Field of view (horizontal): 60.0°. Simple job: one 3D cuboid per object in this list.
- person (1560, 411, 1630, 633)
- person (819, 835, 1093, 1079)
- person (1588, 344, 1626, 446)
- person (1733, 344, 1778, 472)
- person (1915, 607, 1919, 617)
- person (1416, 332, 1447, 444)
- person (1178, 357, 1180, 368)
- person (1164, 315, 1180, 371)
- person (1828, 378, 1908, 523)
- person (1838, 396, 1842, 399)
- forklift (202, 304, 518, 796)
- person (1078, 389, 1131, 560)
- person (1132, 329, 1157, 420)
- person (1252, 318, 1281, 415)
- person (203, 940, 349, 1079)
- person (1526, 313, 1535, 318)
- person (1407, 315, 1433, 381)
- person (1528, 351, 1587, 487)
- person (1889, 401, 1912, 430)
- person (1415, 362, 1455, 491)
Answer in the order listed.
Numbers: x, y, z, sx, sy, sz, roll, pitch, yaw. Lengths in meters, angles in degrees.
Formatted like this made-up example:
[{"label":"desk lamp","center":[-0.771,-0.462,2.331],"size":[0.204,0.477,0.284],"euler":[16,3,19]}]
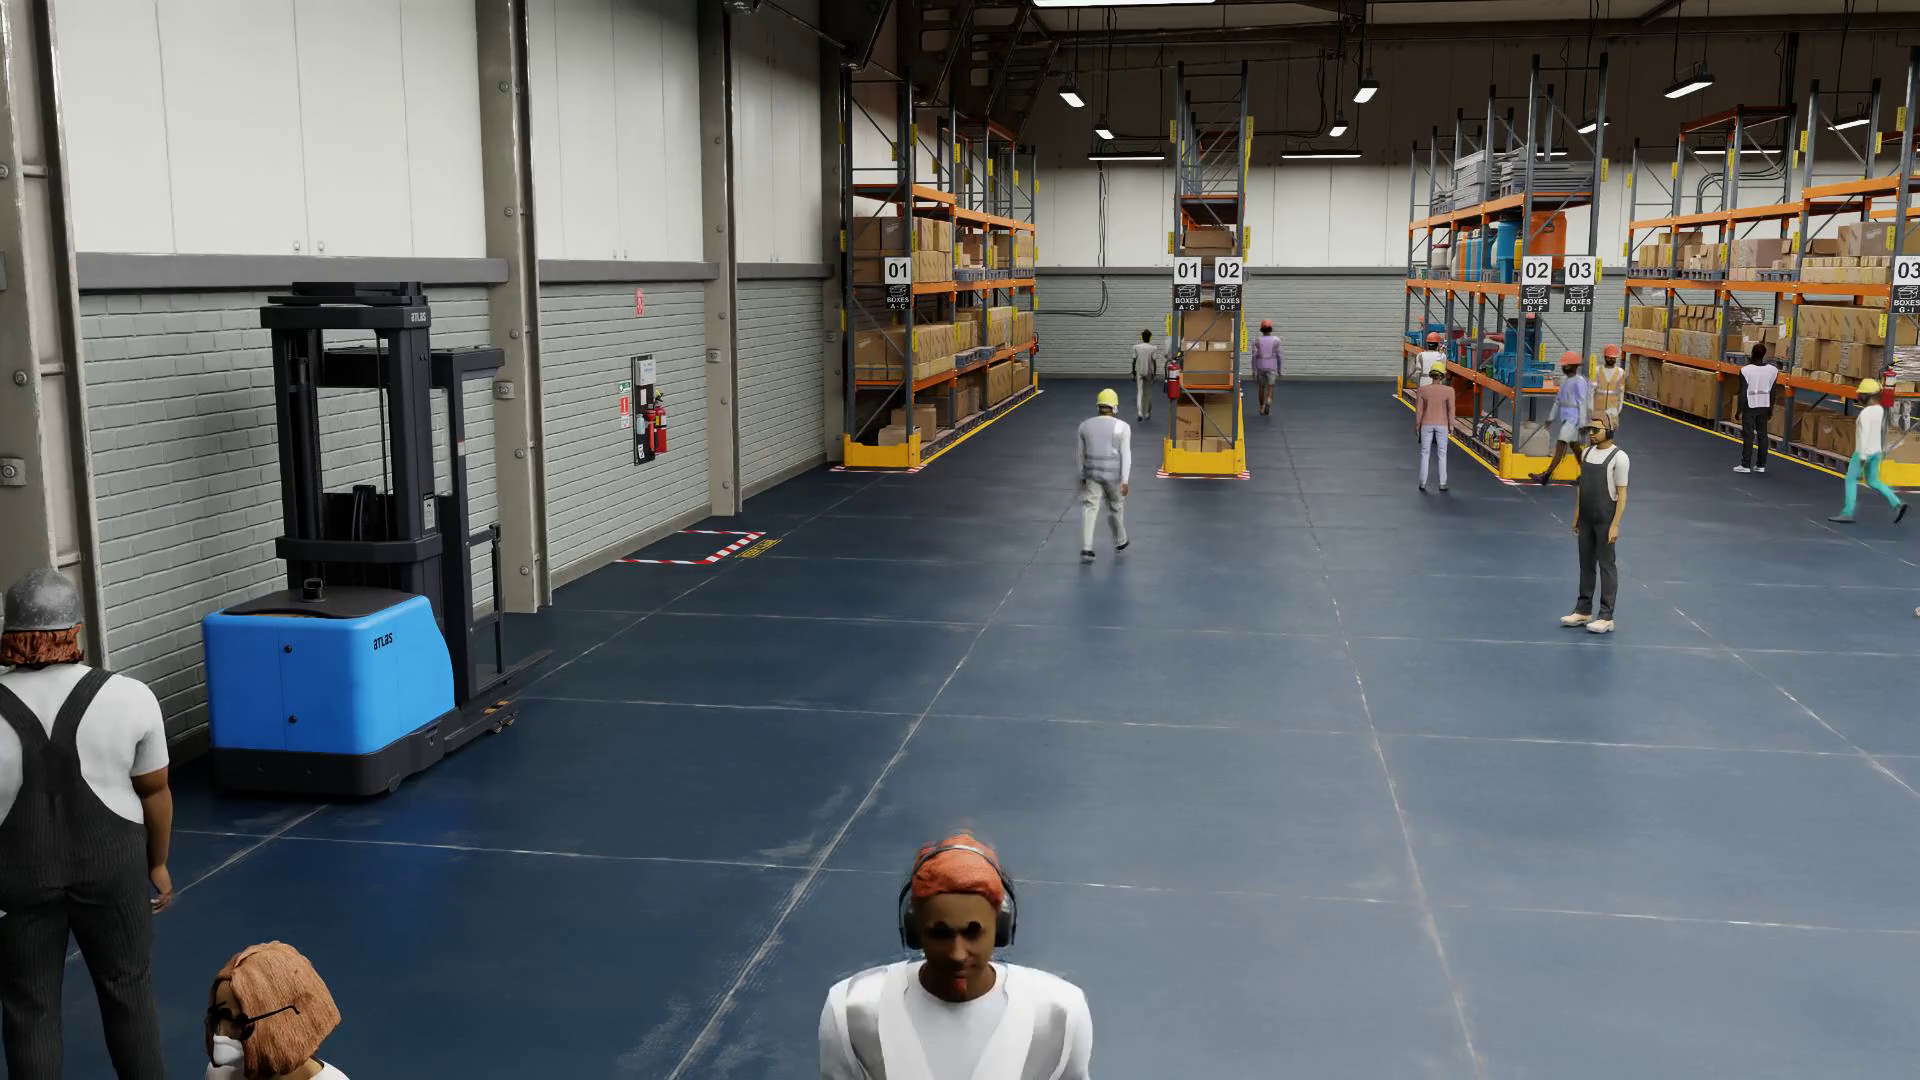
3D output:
[{"label":"person","center":[5.345,-0.159,13.948],"size":[0.345,1.846,0.508],"euler":[-4,10,-23]},{"label":"person","center":[-0.015,1.518,3.532],"size":[0.589,1.874,0.453],"euler":[1,9,4]},{"label":"person","center":[9.950,-2.074,25.645],"size":[0.547,1.895,0.995],"euler":[2,10,14]},{"label":"person","center":[11.913,-1.972,24.896],"size":[0.591,1.922,0.390],"euler":[-1,9,-8]},{"label":"person","center":[8.598,-0.245,14.370],"size":[0.575,1.880,0.355],"euler":[-1,9,-8]},{"label":"person","center":[8.260,-2.669,29.145],"size":[0.544,1.939,0.354],"euler":[6,11,31]},{"label":"person","center":[5.744,-4.857,43.052],"size":[0.623,1.794,0.884],"euler":[1,9,5]},{"label":"person","center":[5.435,-4.778,42.231],"size":[0.533,1.913,0.651],"euler":[6,11,35]},{"label":"person","center":[10.845,-1.050,19.763],"size":[0.528,1.739,0.741],"euler":[-7,12,-37]},{"label":"person","center":[20.825,-4.240,38.890],"size":[0.468,1.915,0.637],"euler":[0,9,-1]},{"label":"forklift","center":[-3.673,-0.038,10.147],"size":[1.129,2.768,1.873],"euler":[1,9,9]},{"label":"person","center":[1.521,-0.694,17.458],"size":[0.612,1.780,0.968],"euler":[4,10,24]},{"label":"person","center":[3.740,-3.368,33.807],"size":[0.520,1.830,0.959],"euler":[1,9,8]},{"label":"person","center":[6.358,-3.586,34.554],"size":[0.616,2.024,0.845],"euler":[2,9,12]},{"label":"person","center":[-1.425,1.635,3.528],"size":[0.499,1.634,0.279],"euler":[5,10,28]},{"label":"person","center":[13.739,-4.468,40.099],"size":[0.618,1.987,0.405],"euler":[-7,12,-37]},{"label":"person","center":[11.315,-4.540,40.738],"size":[1.057,1.933,0.634],"euler":[2,10,14]},{"label":"person","center":[8.434,-1.683,23.215],"size":[0.962,1.884,0.551],"euler":[0,9,-2]},{"label":"person","center":[16.288,-2.469,28.823],"size":[0.518,1.639,0.312],"euler":[-1,9,-7]},{"label":"person","center":[6.523,-1.563,22.850],"size":[0.530,1.767,0.328],"euler":[4,10,22]}]
